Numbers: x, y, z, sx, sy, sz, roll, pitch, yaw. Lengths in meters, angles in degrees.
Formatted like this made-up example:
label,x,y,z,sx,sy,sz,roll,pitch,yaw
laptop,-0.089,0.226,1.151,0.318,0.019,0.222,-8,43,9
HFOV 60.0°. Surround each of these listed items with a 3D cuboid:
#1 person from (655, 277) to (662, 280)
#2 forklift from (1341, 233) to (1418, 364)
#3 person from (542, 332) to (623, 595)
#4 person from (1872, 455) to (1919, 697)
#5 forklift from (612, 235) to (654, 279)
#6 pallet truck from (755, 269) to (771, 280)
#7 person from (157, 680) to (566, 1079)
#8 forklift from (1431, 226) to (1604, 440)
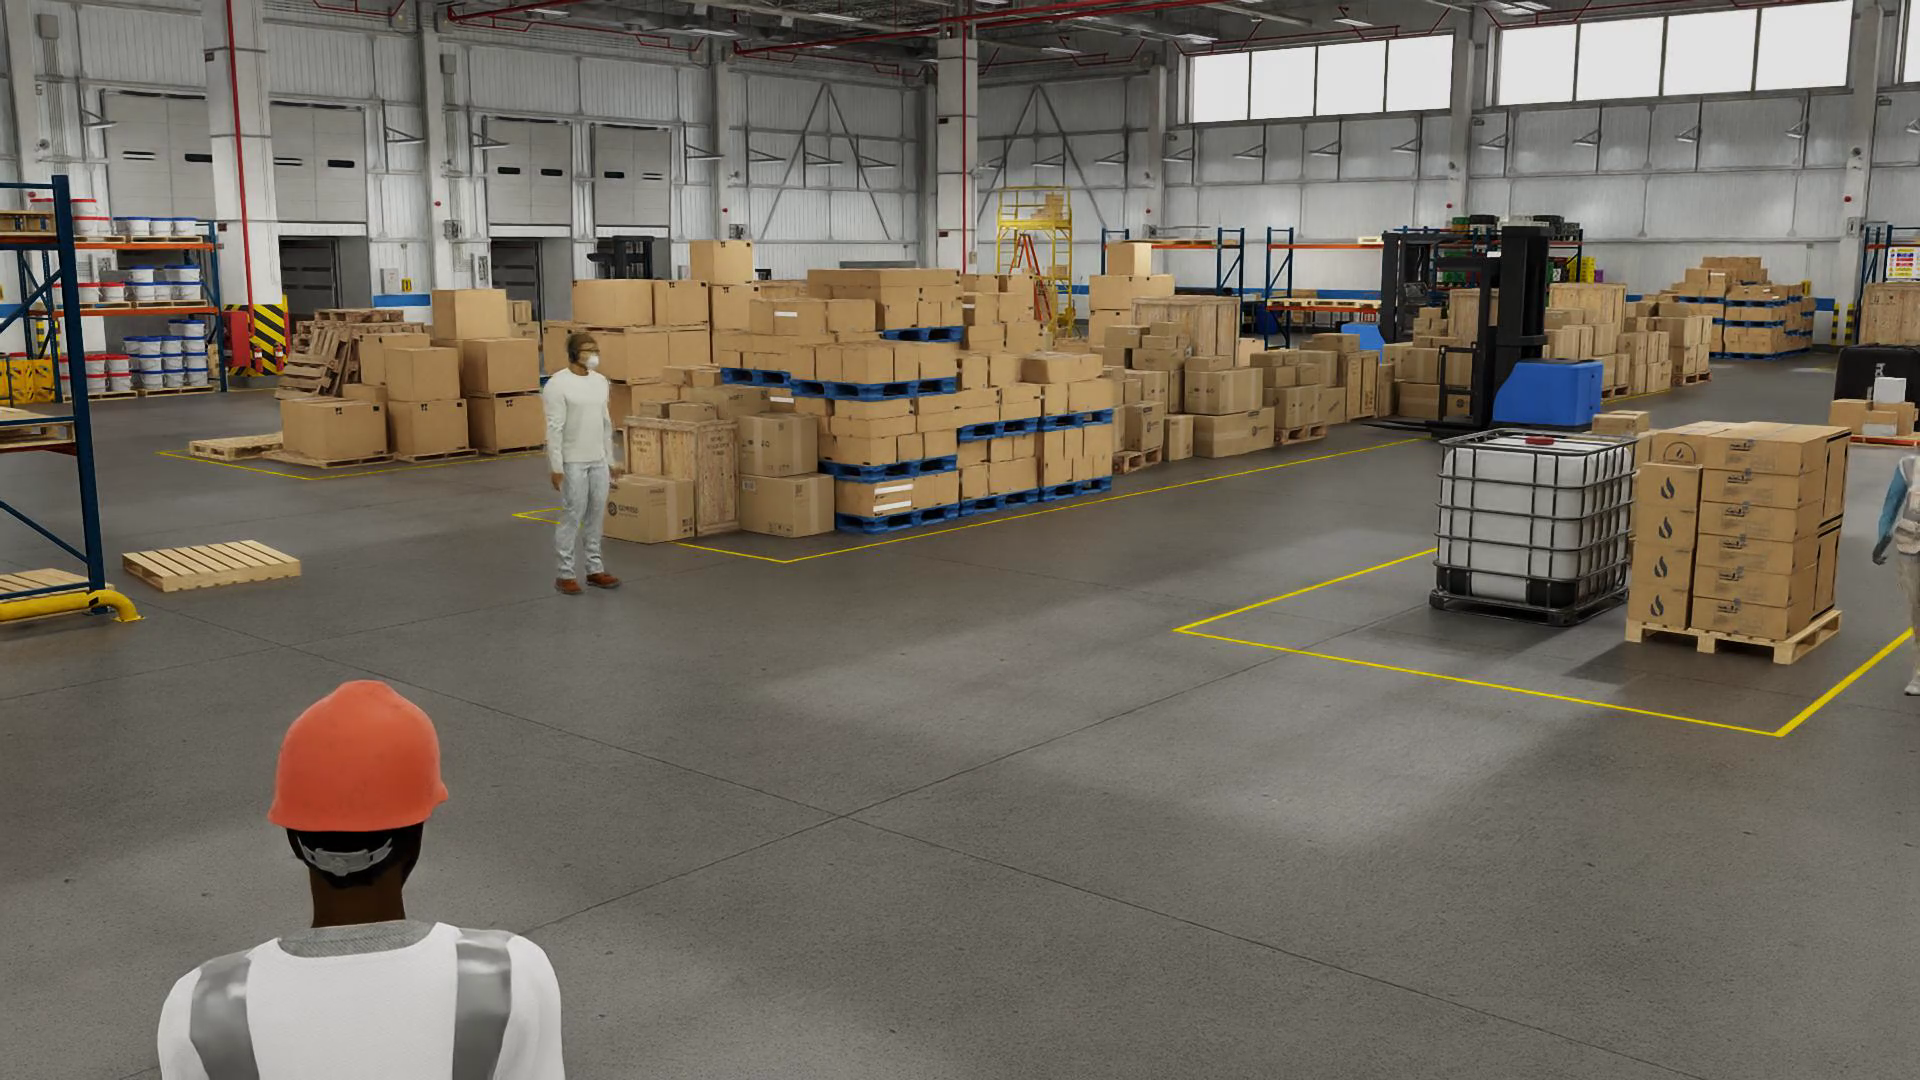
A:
label,x,y,z,sx,sy,sz,roll,pitch,yaw
person,-6.504,-4.723,36.014,0.635,1.927,0.372,-4,11,-22
forklift,8.358,-4.466,31.817,1.873,2.768,1.129,8,13,40
person,-2.806,-0.566,12.327,0.373,1.933,0.672,6,11,29
person,5.671,0.057,9.705,0.810,1.599,0.519,-9,13,-40
forklift,-7.300,-5.450,37.421,1.873,2.768,1.129,8,13,40
pallet truck,-4.996,-6.432,45.525,1.885,1.965,0.823,-6,12,-32
person,-0.846,1.159,2.472,0.552,1.937,0.356,-3,10,-15
forklift,7.339,-2.688,21.696,1.873,2.768,1.129,8,13,40
